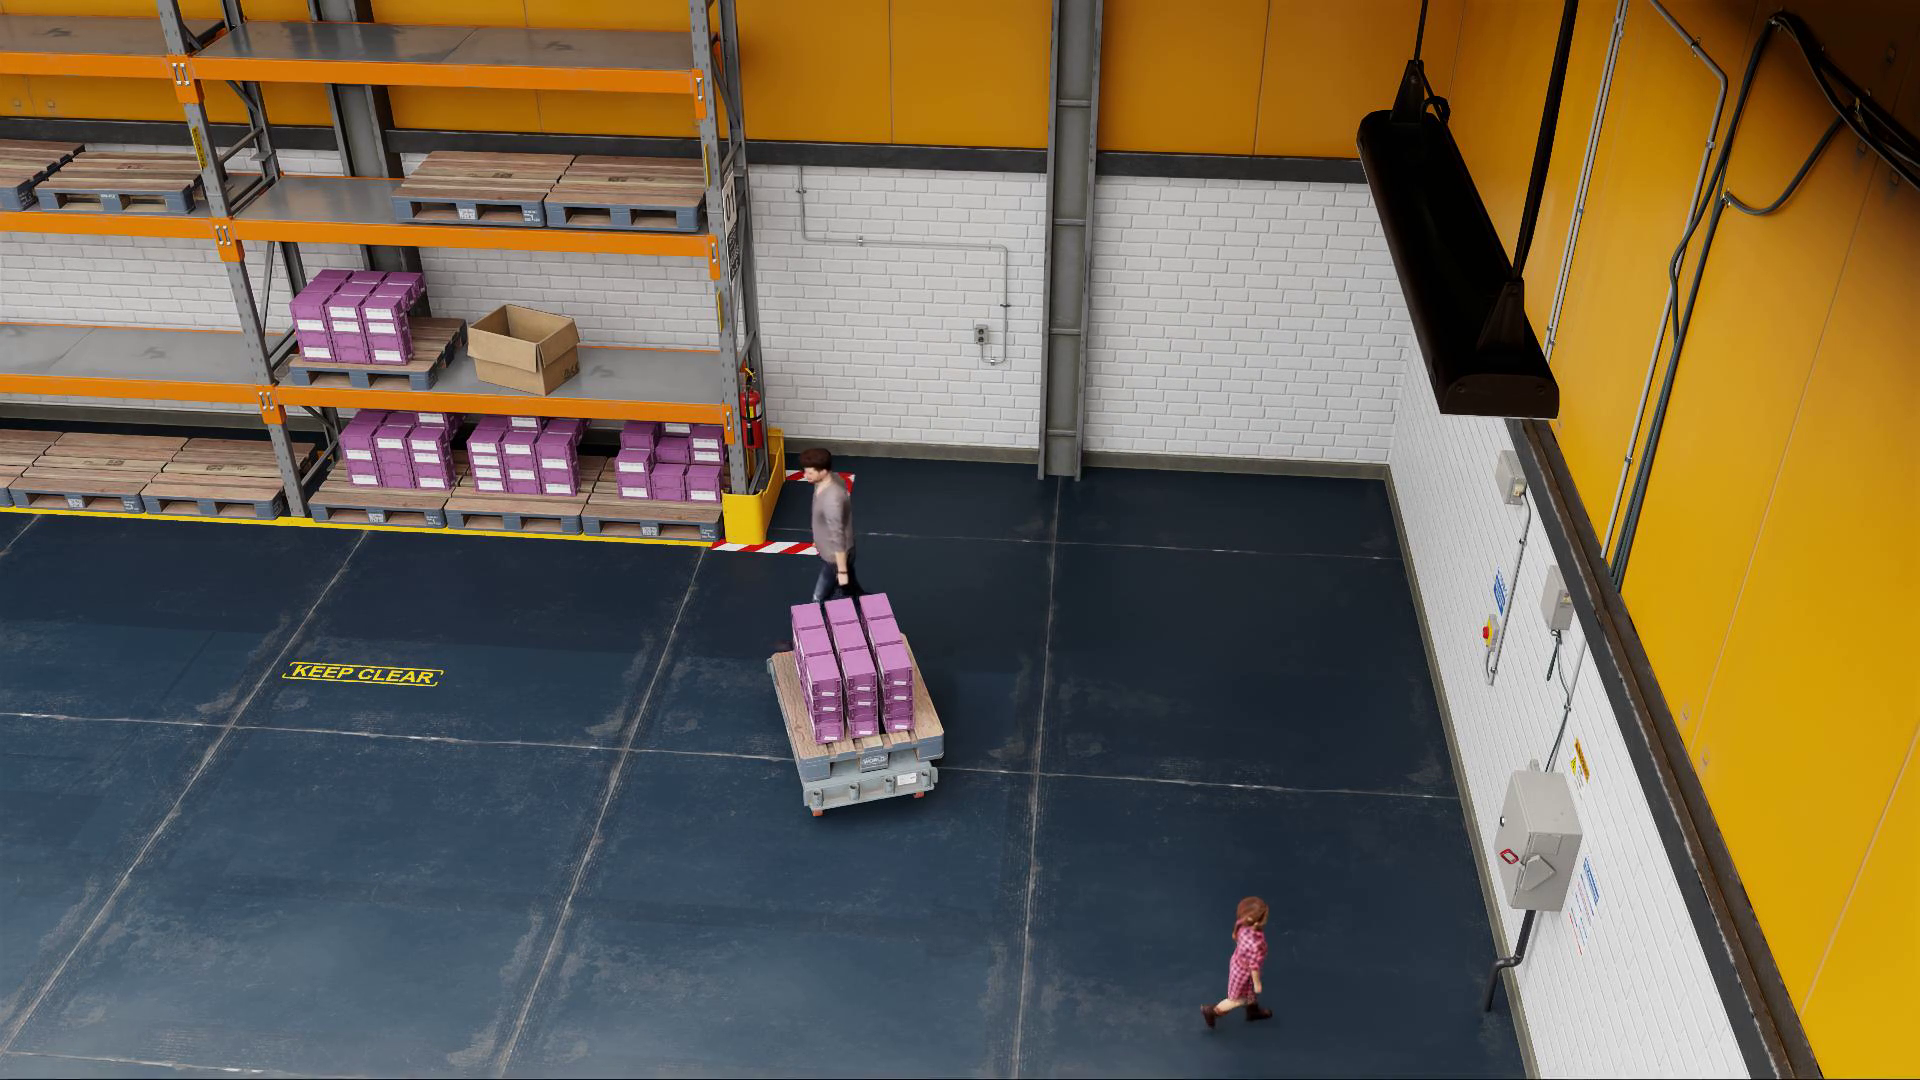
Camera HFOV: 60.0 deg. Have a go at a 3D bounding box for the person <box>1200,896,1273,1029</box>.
[{"bbox_3d":[1.656,2.502,9.746,0.689,1.015,0.481,-2,34,-3],"label":"person"}]

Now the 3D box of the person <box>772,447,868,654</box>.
[{"bbox_3d":[-0.844,0.110,12.584,1.161,1.858,0.904,-4,34,-5],"label":"person"}]
